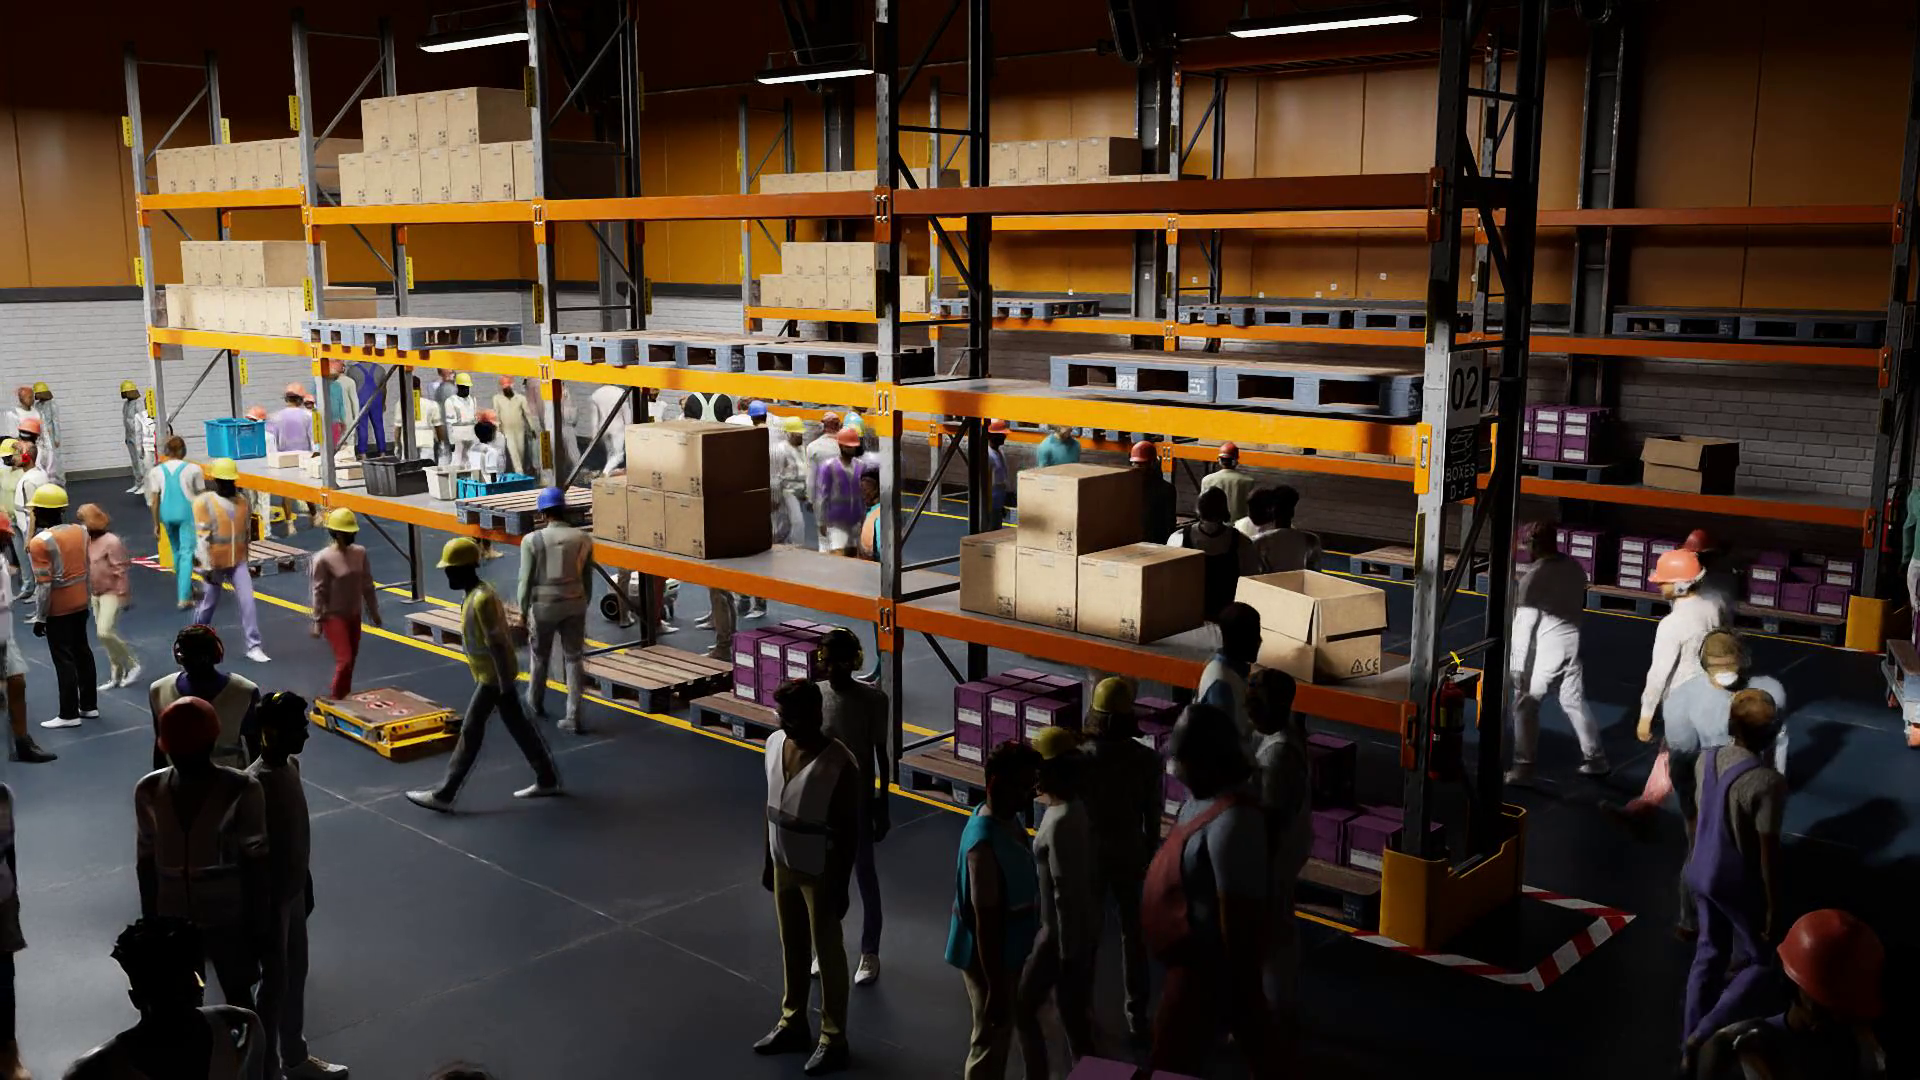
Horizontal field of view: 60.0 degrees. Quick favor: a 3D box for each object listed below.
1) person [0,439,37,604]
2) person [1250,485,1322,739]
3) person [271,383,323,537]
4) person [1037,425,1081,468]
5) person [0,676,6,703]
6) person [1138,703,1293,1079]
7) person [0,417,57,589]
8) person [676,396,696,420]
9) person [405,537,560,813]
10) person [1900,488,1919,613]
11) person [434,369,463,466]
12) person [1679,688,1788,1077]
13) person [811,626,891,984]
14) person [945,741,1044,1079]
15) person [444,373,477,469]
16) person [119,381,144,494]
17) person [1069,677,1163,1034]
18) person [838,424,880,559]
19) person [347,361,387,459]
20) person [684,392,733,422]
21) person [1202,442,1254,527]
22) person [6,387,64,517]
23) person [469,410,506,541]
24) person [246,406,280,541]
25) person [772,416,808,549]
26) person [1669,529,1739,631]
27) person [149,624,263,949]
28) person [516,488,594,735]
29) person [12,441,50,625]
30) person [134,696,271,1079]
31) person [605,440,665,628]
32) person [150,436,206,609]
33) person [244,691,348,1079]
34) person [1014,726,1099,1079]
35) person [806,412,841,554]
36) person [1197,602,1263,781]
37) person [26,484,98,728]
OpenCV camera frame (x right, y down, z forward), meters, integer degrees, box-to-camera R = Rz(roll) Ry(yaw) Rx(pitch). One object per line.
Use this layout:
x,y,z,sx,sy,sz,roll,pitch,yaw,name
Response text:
-9.969,-0.203,17.645,0.524,1.761,0.339,6,12,30,person
2.467,0.555,12.761,0.600,1.967,0.368,-1,10,-6,person
-8.738,-1.070,21.921,0.626,1.995,0.992,-1,10,-8,person
1.205,-0.507,18.989,0.654,1.888,0.649,-8,13,-37,person
-8.083,0.567,13.504,0.372,1.676,0.543,9,13,41,person
0.949,1.585,6.727,1.058,2.000,0.697,2,10,9,person
-10.264,-0.400,18.371,0.555,1.902,0.499,-5,11,-28,person
-3.895,-1.250,23.901,0.525,1.636,0.307,7,12,35,person
-3.219,0.897,11.163,1.039,1.850,0.597,-3,11,-18,person
8.703,0.212,14.844,0.387,1.927,0.644,-3,11,-18,person
-7.929,-1.758,26.054,0.450,1.890,0.654,-10,14,-43,person
3.484,1.567,7.460,0.406,1.818,0.573,-3,10,-14,person
-0.598,1.352,8.563,0.509,1.862,0.327,3,11,18,person
0.142,1.697,6.670,0.389,1.837,0.563,1,10,7,person
-7.354,-1.521,24.656,0.409,1.918,0.585,5,11,27,person
-12.650,-1.573,25.455,0.483,1.737,0.321,8,13,38,person
0.723,1.514,8.006,0.487,1.735,0.336,0,10,-2,person
-0.989,-0.305,17.872,0.480,1.879,0.718,-10,14,-44,person
-10.571,-2.462,29.610,0.685,2.000,0.535,-7,12,-36,person
-3.603,-1.460,23.944,0.688,2.000,0.536,-1,10,-7,person
2.780,-0.142,17.315,0.564,1.747,0.339,1,10,7,person
-12.901,-1.199,23.069,0.995,1.838,0.594,3,10,16,person
-5.938,-0.808,21.193,0.876,1.701,0.588,7,12,35,person
-9.000,-0.848,21.338,0.586,1.742,0.368,2,10,12,person
-2.062,-0.587,19.690,0.760,1.792,0.594,4,11,20,person
5.393,0.790,12.095,0.566,1.734,0.494,-2,10,-13,person
-3.938,1.328,8.765,0.566,1.838,0.381,0,10,0,person
-3.205,0.540,13.095,0.660,1.890,0.886,-5,11,-28,person
-9.269,-0.081,16.698,0.389,1.847,0.567,-4,11,-24,person
-3.198,1.589,7.040,0.549,1.928,0.389,0,10,-1,person
-3.215,-0.080,16.463,0.590,1.926,0.388,3,10,16,person
-8.193,-0.189,17.485,0.546,1.798,0.911,-1,10,-6,person
-2.969,1.574,7.315,0.333,1.860,0.510,0,10,1,person
0.361,1.667,7.133,0.616,1.724,0.562,2,10,10,person
-1.459,-0.496,18.875,0.643,1.908,0.399,-5,11,-25,person
1.447,1.266,8.921,0.443,1.903,0.602,4,11,22,person
-7.064,0.517,13.081,0.354,1.930,0.590,1,10,7,person
